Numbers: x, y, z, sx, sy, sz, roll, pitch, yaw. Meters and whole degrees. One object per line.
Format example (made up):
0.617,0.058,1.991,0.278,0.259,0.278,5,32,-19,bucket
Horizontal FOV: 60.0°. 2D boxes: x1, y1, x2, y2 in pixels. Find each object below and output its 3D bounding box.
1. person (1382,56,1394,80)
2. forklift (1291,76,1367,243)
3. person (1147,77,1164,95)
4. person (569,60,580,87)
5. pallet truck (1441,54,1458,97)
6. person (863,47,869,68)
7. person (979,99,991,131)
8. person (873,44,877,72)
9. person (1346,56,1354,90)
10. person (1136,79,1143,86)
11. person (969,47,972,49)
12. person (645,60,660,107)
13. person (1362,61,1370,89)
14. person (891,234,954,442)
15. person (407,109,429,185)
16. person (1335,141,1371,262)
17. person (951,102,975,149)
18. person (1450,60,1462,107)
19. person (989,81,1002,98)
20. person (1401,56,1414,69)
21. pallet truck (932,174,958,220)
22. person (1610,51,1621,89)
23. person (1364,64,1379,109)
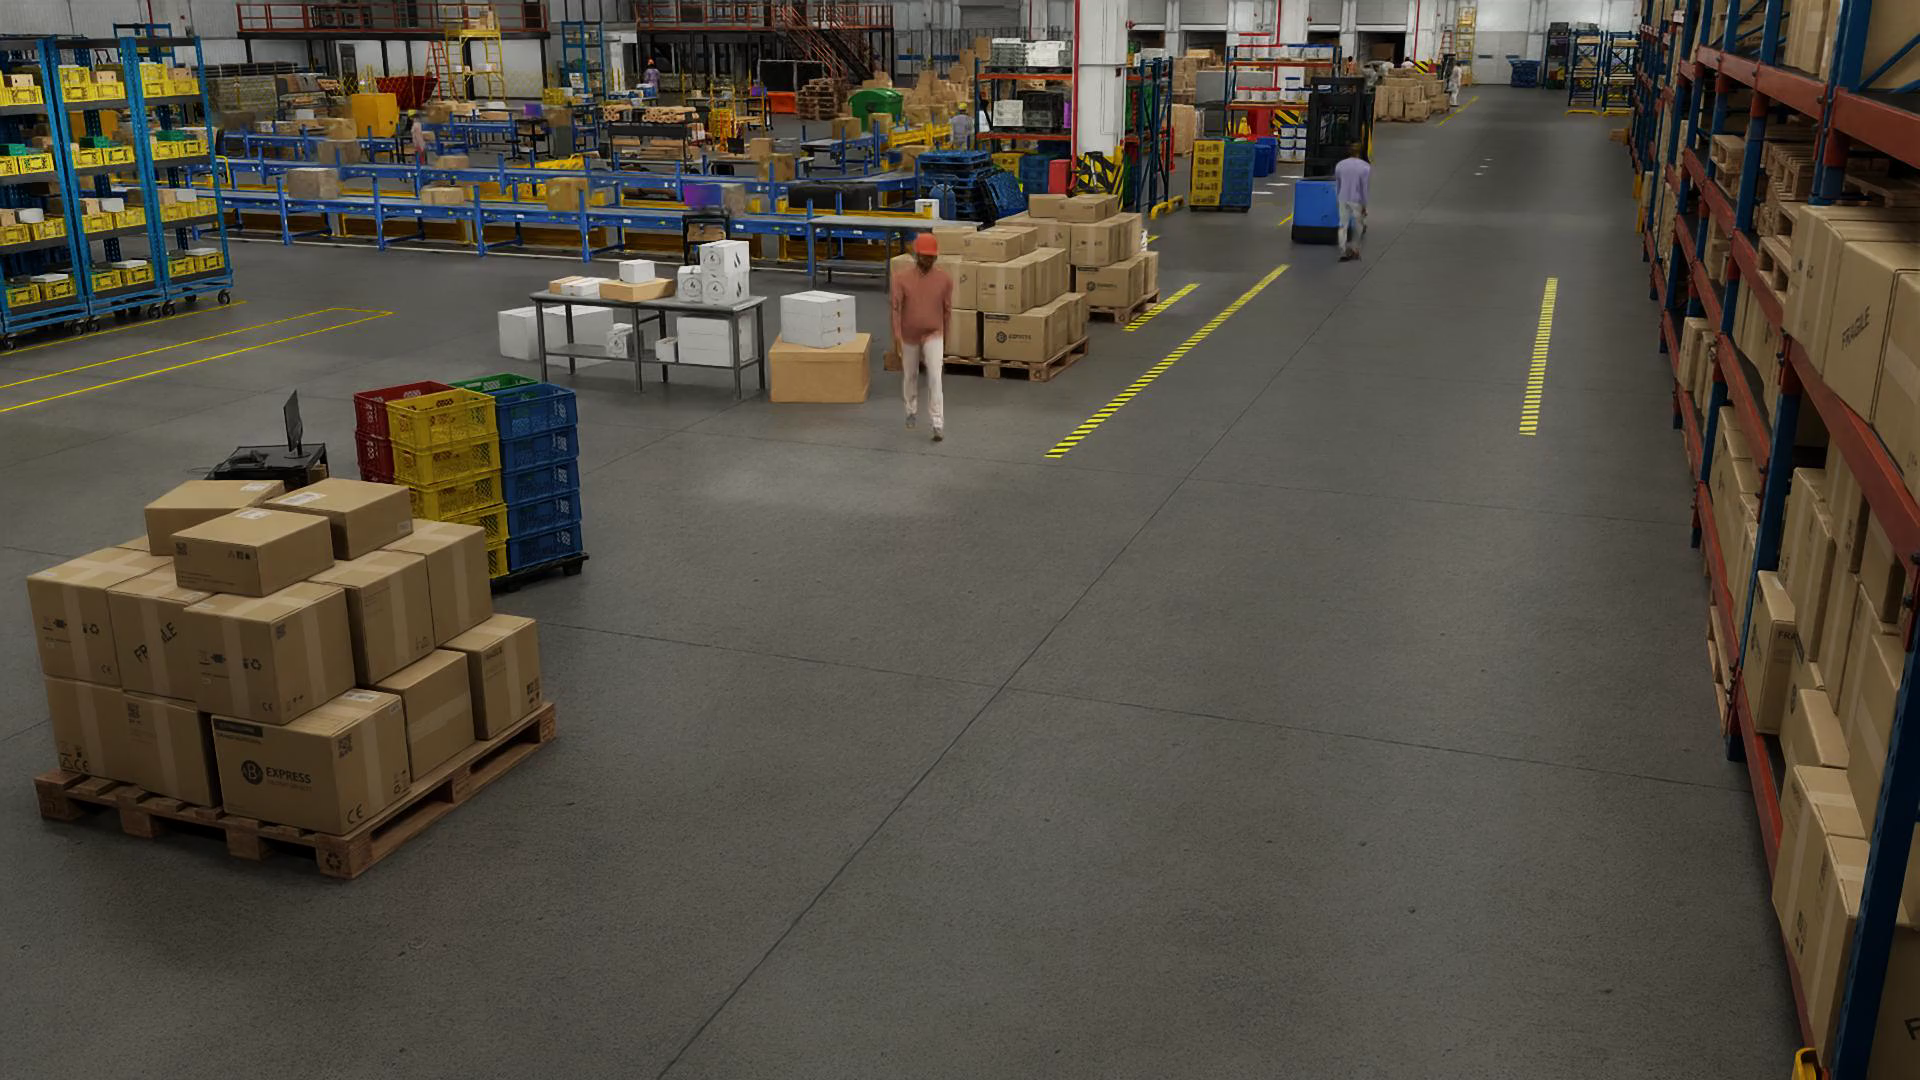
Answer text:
19.664,-21.245,76.449,0.370,1.934,0.627,-15,23,-39,person
6.598,-6.755,29.381,1.129,2.768,1.873,6,19,19,forklift
7.163,-16.435,61.158,0.685,2.000,0.885,-14,22,-37,person
-16.799,-19.997,72.601,0.354,1.887,0.572,12,21,33,person
22.765,-21.886,78.355,0.823,1.965,1.885,-4,18,-14,pallet truck
-5.719,-28.747,100.171,0.429,1.839,0.633,7,19,21,person
0.616,-10.825,44.117,0.543,1.686,0.519,7,19,20,person
-5.295,-29.310,101.740,0.737,1.958,0.631,7,19,22,person
20.016,-23.982,85.426,0.540,1.698,0.317,-14,23,-38,person
7.681,-18.993,69.764,0.531,1.684,0.975,7,19,21,person
0.551,-27.527,96.177,0.359,1.936,0.552,13,22,35,person
-12.407,-18.317,67.082,0.605,2.034,0.397,-10,20,-30,person
18.578,-21.120,76.415,0.492,1.718,0.801,-11,21,-32,person
-0.358,-1.932,15.771,0.603,1.938,1.091,-2,18,-5,person
-12.627,-9.142,38.728,0.395,1.740,0.544,-8,19,-24,person
6.348,-5.466,26.892,0.632,1.913,0.631,11,21,31,person
0.059,-9.730,40.491,0.593,1.804,0.883,6,19,19,person
20.965,-19.277,70.255,0.355,1.936,0.634,-1,18,-5,person
1.434,-17.986,66.134,0.452,1.973,0.650,-9,20,-27,person
21.347,-22.199,79.594,0.624,1.844,0.430,-3,18,-9,person
-0.507,-5.292,27.348,0.653,1.274,1.630,6,19,19,pallet truck
33.517,-24.008,85.130,0.542,1.933,0.372,3,18,9,person
17.030,-18.559,68.187,0.961,1.817,0.551,-5,18,-15,person
